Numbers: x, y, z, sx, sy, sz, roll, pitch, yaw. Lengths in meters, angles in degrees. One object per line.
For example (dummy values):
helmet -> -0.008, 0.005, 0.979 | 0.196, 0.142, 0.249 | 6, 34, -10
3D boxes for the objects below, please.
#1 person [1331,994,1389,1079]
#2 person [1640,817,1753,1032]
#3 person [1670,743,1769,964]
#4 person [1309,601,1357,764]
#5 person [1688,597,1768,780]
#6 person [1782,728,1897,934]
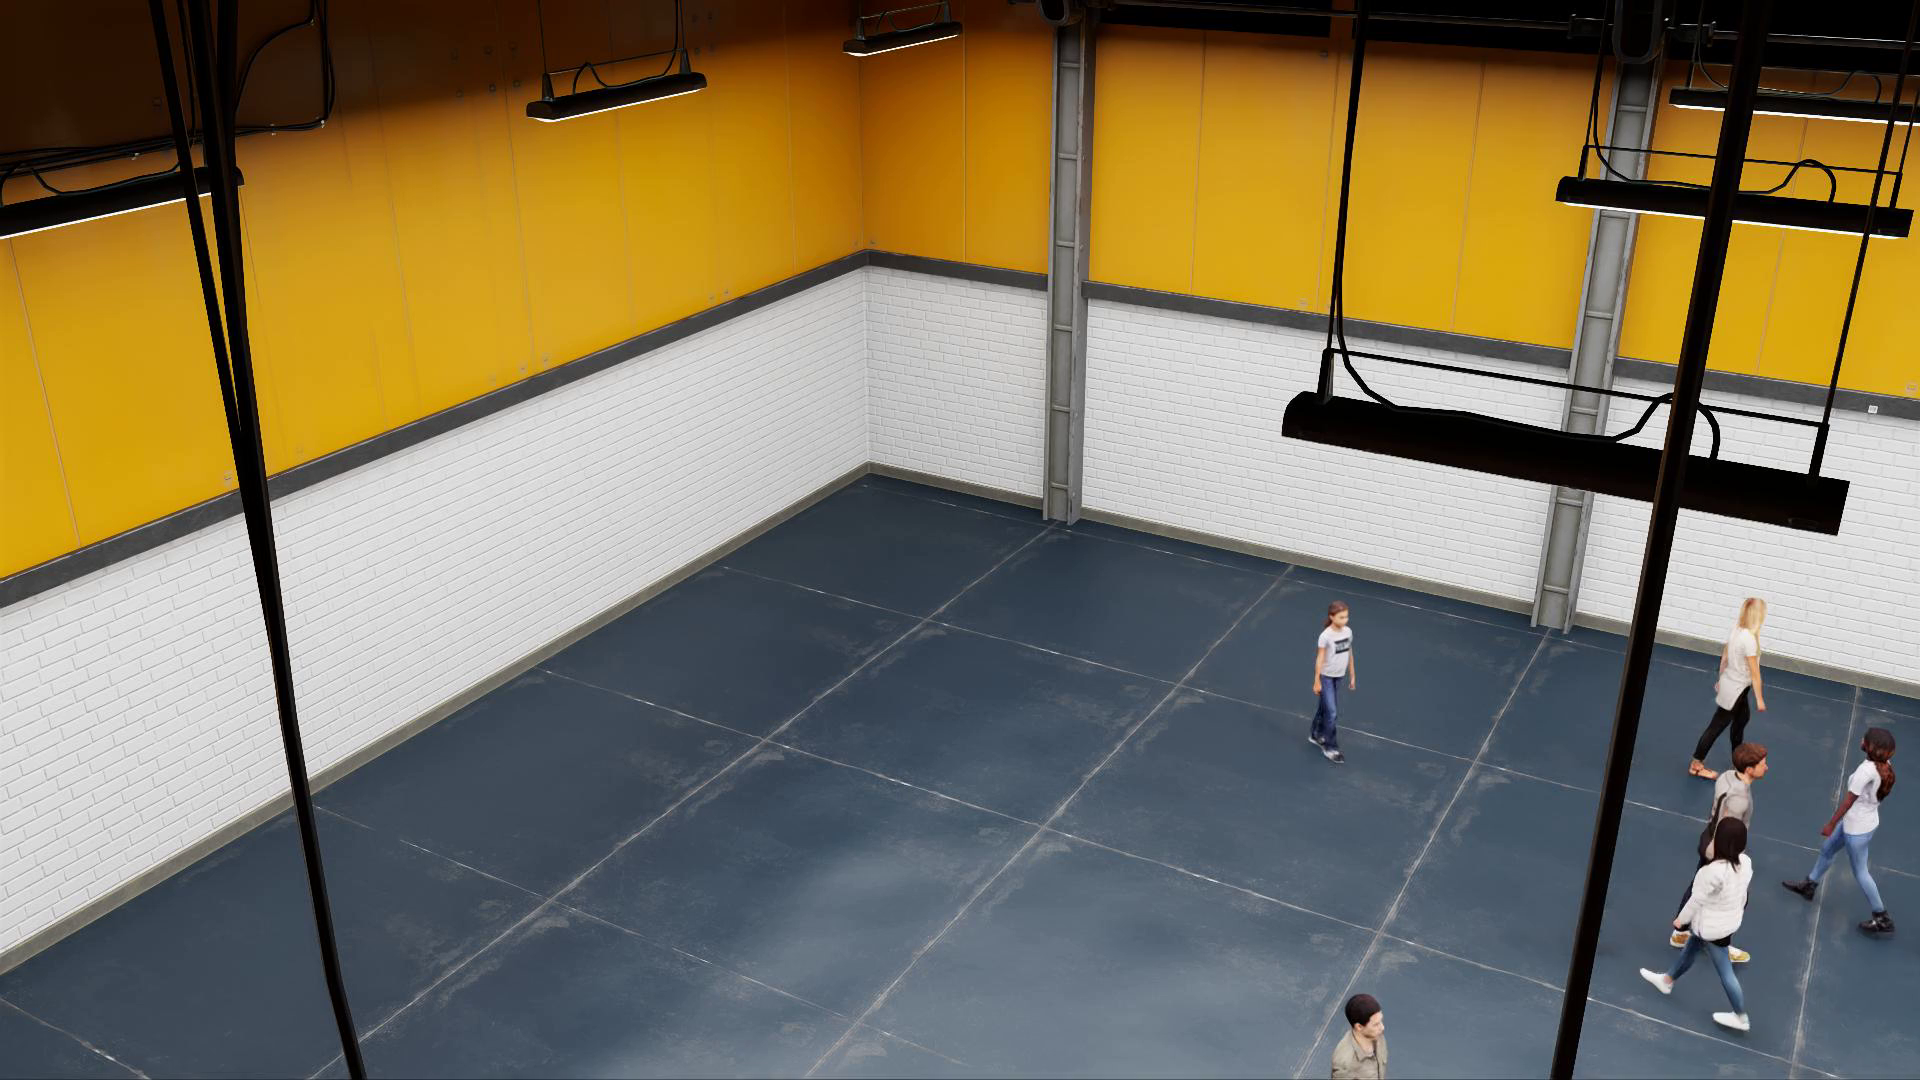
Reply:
person -> 2.336, 3.500, 9.983 | 0.607, 1.867, 0.717 | 16, 28, 32
person -> 5.501, 2.798, 11.939 | 0.827, 1.587, 1.143 | -19, 30, -37
person -> 5.676, 2.348, 12.615 | 0.884, 1.870, 0.815 | 6, 24, 13
person -> 3.411, 1.245, 15.537 | 0.746, 1.550, 0.871 | -14, 27, -30
person -> 6.857, 1.360, 14.957 | 1.007, 1.804, 0.855 | 2, 24, 5
person -> 7.083, 2.291, 12.977 | 0.794, 1.684, 1.176 | -21, 31, -40
